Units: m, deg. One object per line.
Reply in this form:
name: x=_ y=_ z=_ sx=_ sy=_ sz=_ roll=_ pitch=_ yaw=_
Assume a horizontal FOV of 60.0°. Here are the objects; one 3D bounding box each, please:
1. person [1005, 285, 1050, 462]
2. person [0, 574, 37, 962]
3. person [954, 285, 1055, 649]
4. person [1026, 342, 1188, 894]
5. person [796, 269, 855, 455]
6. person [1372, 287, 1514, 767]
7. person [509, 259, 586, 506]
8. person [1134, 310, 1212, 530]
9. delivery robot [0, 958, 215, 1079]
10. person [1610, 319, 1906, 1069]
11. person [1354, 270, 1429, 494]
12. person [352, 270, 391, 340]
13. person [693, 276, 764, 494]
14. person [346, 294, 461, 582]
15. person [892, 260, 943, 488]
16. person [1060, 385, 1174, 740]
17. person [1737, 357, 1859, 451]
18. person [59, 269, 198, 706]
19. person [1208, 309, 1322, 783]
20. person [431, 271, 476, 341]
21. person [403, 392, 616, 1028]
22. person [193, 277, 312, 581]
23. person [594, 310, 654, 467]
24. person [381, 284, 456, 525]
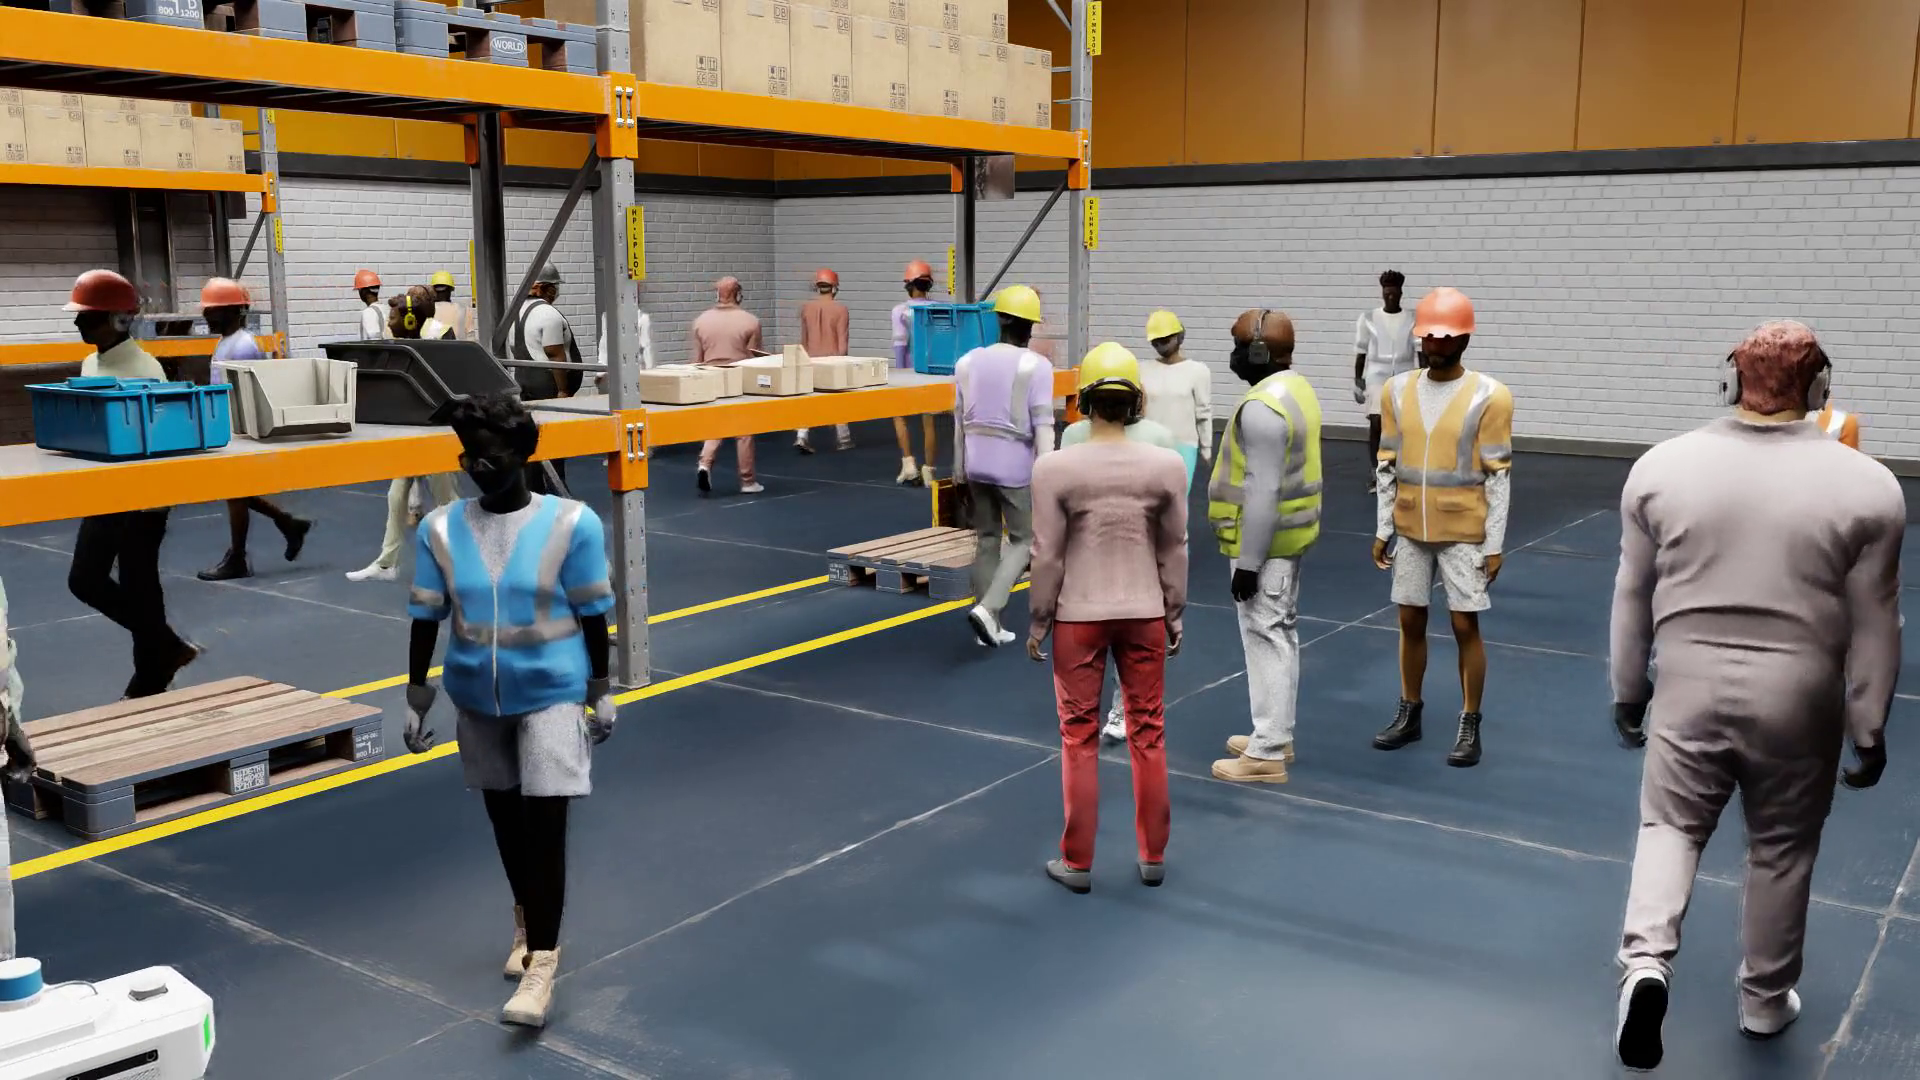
person: x=0.458 y=-0.902 z=11.967 sx=0.985 sy=1.859 sz=0.638 roll=1 pitch=10 yaw=4
person: x=-2.421 y=0.561 z=3.965 sx=0.330 sy=1.612 sz=0.556 roll=-1 pitch=10 yaw=-5
person: x=0.201 y=-0.351 z=8.529 sx=0.625 sy=1.901 sz=0.587 roll=6 pitch=11 yaw=32
person: x=0.470 y=0.252 z=5.359 sx=0.533 sy=1.767 sz=0.327 roll=-2 pitch=10 yaw=-11
person: x=-1.450 y=-1.874 z=17.514 sx=0.620 sy=1.947 sz=1.055 roll=4 pitch=10 yaw=24
person: x=1.920 y=-0.043 z=6.682 sx=0.554 sy=1.922 sz=0.443 roll=9 pitch=13 yaw=42
person: x=-3.334 y=-1.259 z=13.540 sx=0.537 sy=2.000 sz=0.682 roll=-9 pitch=13 yaw=-42
person: x=1.337 y=-0.600 z=10.566 sx=0.524 sy=1.731 sz=0.848 roll=3 pitch=10 yaw=16
delivery robot: x=-1.963 y=1.123 z=3.491 sx=0.477 sy=0.478 sz=0.707 roll=9 pitch=13 yaw=44
person: x=1.954 y=0.396 z=4.146 sx=0.668 sy=1.884 sz=0.780 roll=6 pitch=11 yaw=34
person: x=3.764 y=-1.363 z=14.453 sx=0.636 sy=1.928 sz=0.854 roll=1 pitch=10 yaw=8
person: x=-5.801 y=-1.702 z=16.499 sx=0.376 sy=1.932 sz=0.543 roll=0 pitch=10 yaw=-2
person: x=-1.959 y=-1.313 z=14.299 sx=0.666 sy=1.893 sz=0.661 roll=4 pitch=10 yaw=21
person: x=-3.363 y=-0.635 z=10.490 sx=0.985 sy=1.828 sz=0.537 roll=-3 pitch=10 yaw=-17
person: x=-0.372 y=-1.474 z=14.867 sx=0.618 sy=2.024 sz=0.534 roll=-5 pitch=11 yaw=-27
person: x=0.638 y=0.042 z=7.089 sx=0.495 sy=1.596 sz=0.782 roll=4 pitch=10 yaw=25
person: x=3.788 y=-0.078 z=7.596 sx=0.537 sy=1.671 sz=0.728 roll=5 pitch=11 yaw=27
person: x=-3.673 y=-0.187 z=7.311 sx=0.638 sy=1.983 sz=0.442 roll=7 pitch=12 yaw=37
person: x=1.182 y=0.024 z=6.509 sx=0.430 sy=1.837 sz=0.637 roll=4 pitch=10 yaw=22
person: x=-5.154 y=-1.731 z=16.715 sx=0.584 sy=1.917 sz=0.381 roll=-3 pitch=10 yaw=-17
person: x=-1.221 y=0.445 z=4.465 sx=0.565 sy=1.673 sz=0.626 roll=1 pitch=10 yaw=6
person: x=-4.547 y=-0.706 z=10.598 sx=0.647 sy=1.922 sz=0.559 roll=-7 pitch=12 yaw=-35
person: x=-3.308 y=-1.685 z=16.670 sx=0.576 sy=1.849 sz=0.923 roll=6 pitch=11 yaw=31
person: x=-4.082 y=-1.023 z=12.726 sx=0.624 sy=1.845 sz=0.430 roll=2 pitch=10 yaw=14
